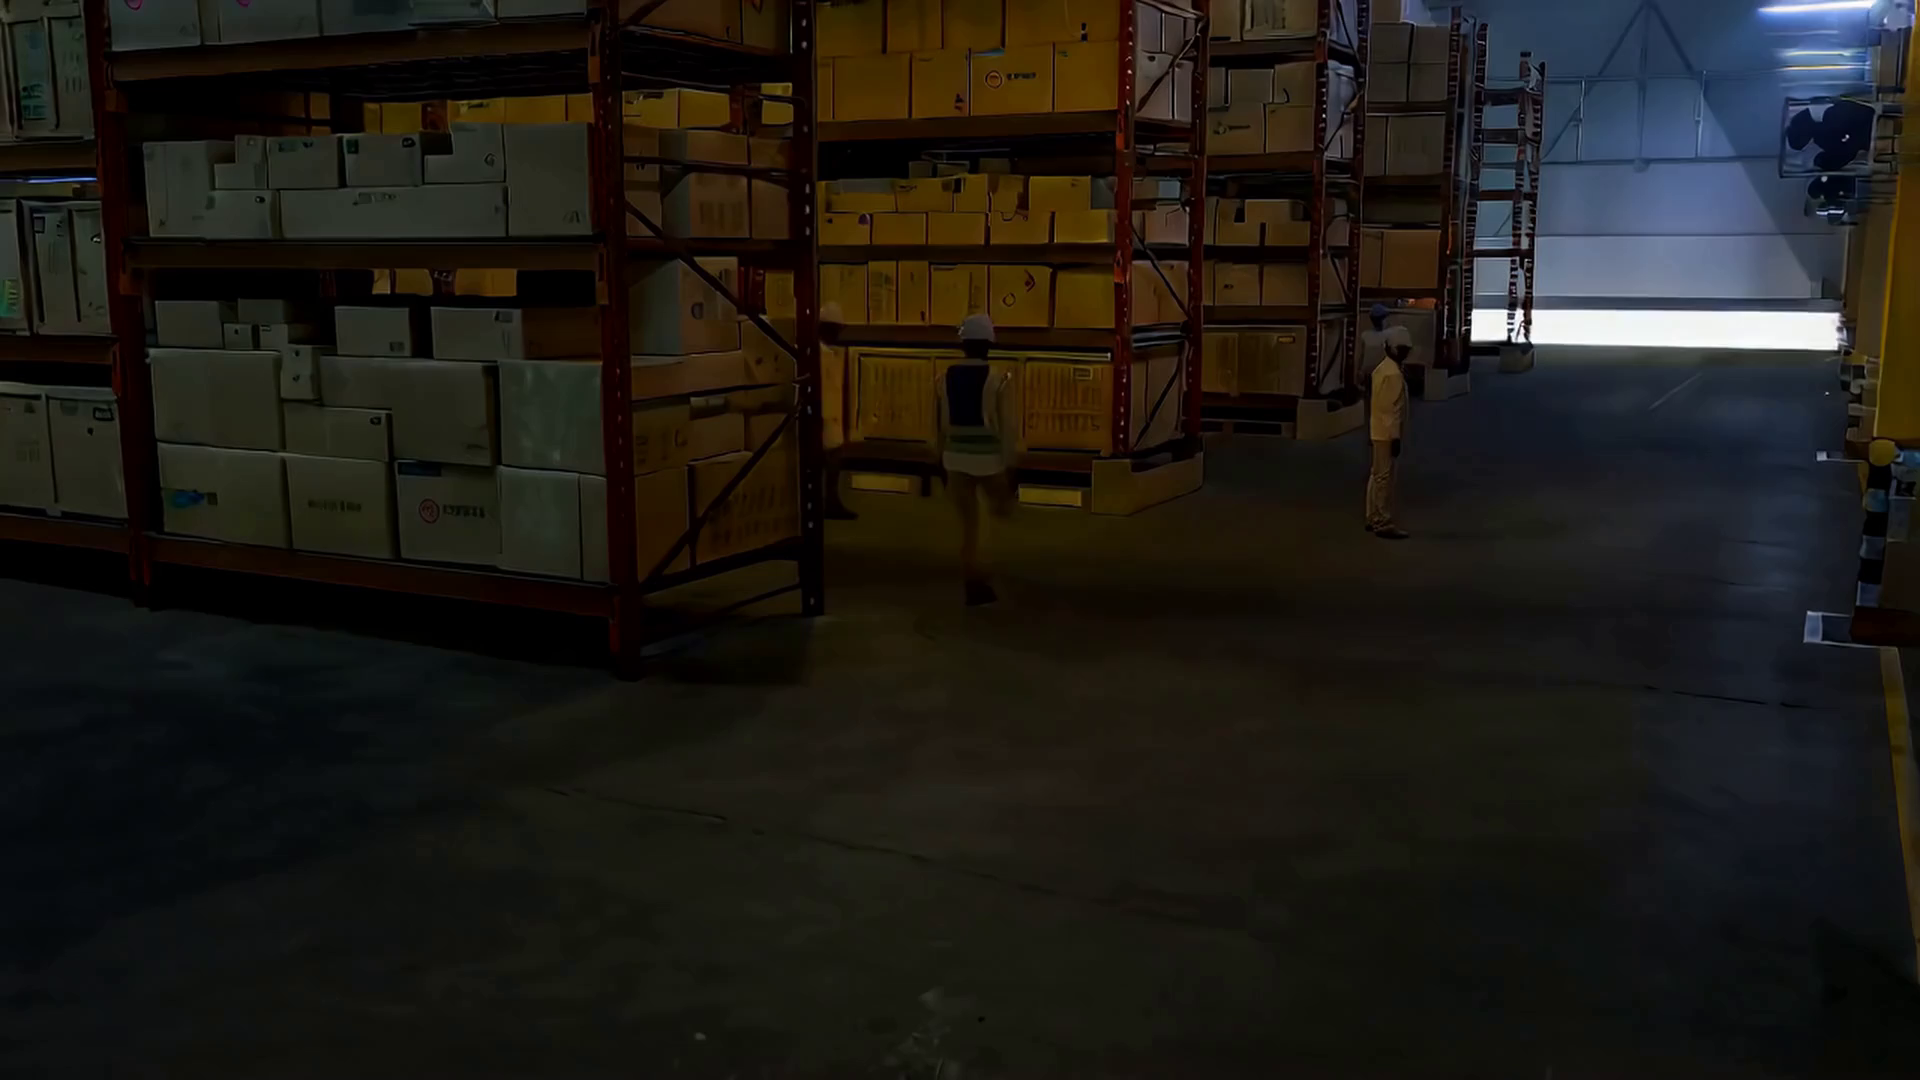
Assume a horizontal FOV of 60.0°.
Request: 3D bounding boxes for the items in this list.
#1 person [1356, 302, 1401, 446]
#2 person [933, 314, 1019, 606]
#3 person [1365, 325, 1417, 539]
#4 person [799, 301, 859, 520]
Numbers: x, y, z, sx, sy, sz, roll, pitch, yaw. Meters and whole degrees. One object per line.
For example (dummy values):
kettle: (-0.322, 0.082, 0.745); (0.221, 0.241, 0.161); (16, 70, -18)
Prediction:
person: (5.066, -2.010, 20.153); (0.540, 1.748, 0.412); (4, 11, 24)
person: (0.115, -0.512, 10.939); (0.640, 1.933, 0.427); (5, 11, 28)
person: (3.545, -0.888, 13.652); (0.338, 1.748, 0.566); (0, 10, 2)
person: (-1.241, -1.120, 14.512); (0.638, 1.922, 0.567); (3, 10, 16)
